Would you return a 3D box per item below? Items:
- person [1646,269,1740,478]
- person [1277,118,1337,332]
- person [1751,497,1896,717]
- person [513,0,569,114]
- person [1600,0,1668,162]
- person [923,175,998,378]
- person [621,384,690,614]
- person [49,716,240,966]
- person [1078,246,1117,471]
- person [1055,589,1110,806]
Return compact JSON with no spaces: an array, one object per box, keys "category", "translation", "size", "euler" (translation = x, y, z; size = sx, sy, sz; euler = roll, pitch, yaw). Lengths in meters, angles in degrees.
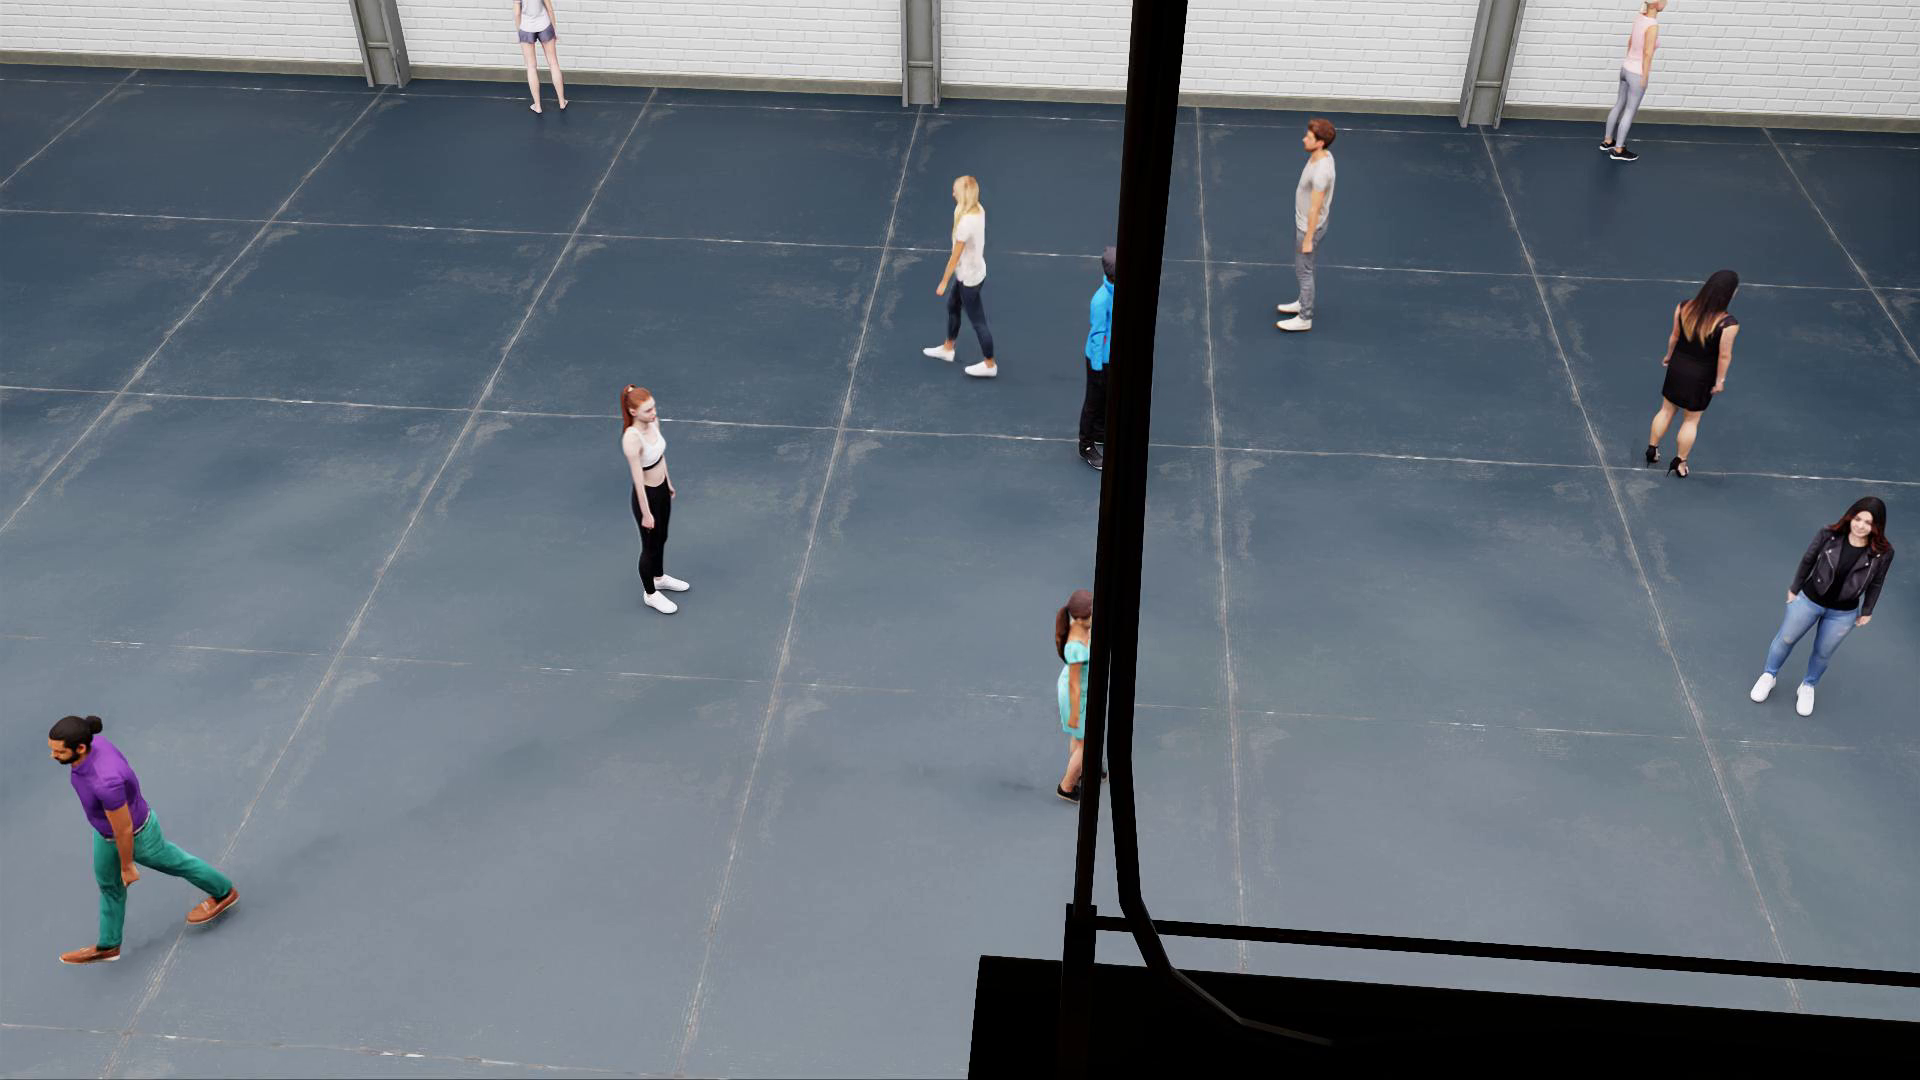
[{"category":"person","translation":[5.454,-1.235,12.389],"size":[0.809,1.718,0.760],"euler":[-24,45,-27]},{"category":"person","translation":[2.970,-2.664,14.039],"size":[0.564,1.892,0.669],"euler":[6,39,7]},{"category":"person","translation":[5.431,0.394,10.417],"size":[0.649,1.633,0.781],"euler":[21,43,24]},{"category":"person","translation":[-4.486,-5.396,17.560],"size":[0.618,1.766,0.724],"euler":[-14,41,-16]},{"category":"person","translation":[6.783,-4.702,16.723],"size":[0.568,1.726,0.597],"euler":[-3,39,-4]},{"category":"person","translation":[0.179,-2.083,13.399],"size":[0.885,1.783,0.612],"euler":[6,39,7]},{"category":"person","translation":[-2.080,-0.291,11.187],"size":[0.553,1.742,0.618],"euler":[9,39,11]},{"category":"person","translation":[-4.356,1.525,8.935],"size":[1.158,1.714,1.164],"euler":[-31,48,-33]},{"category":"person","translation":[1.092,-1.399,12.534],"size":[0.697,1.793,0.694],"euler":[23,44,26]},{"category":"person","translation":[0.670,0.901,9.842],"size":[0.577,1.558,0.541],"euler":[3,39,3]}]
